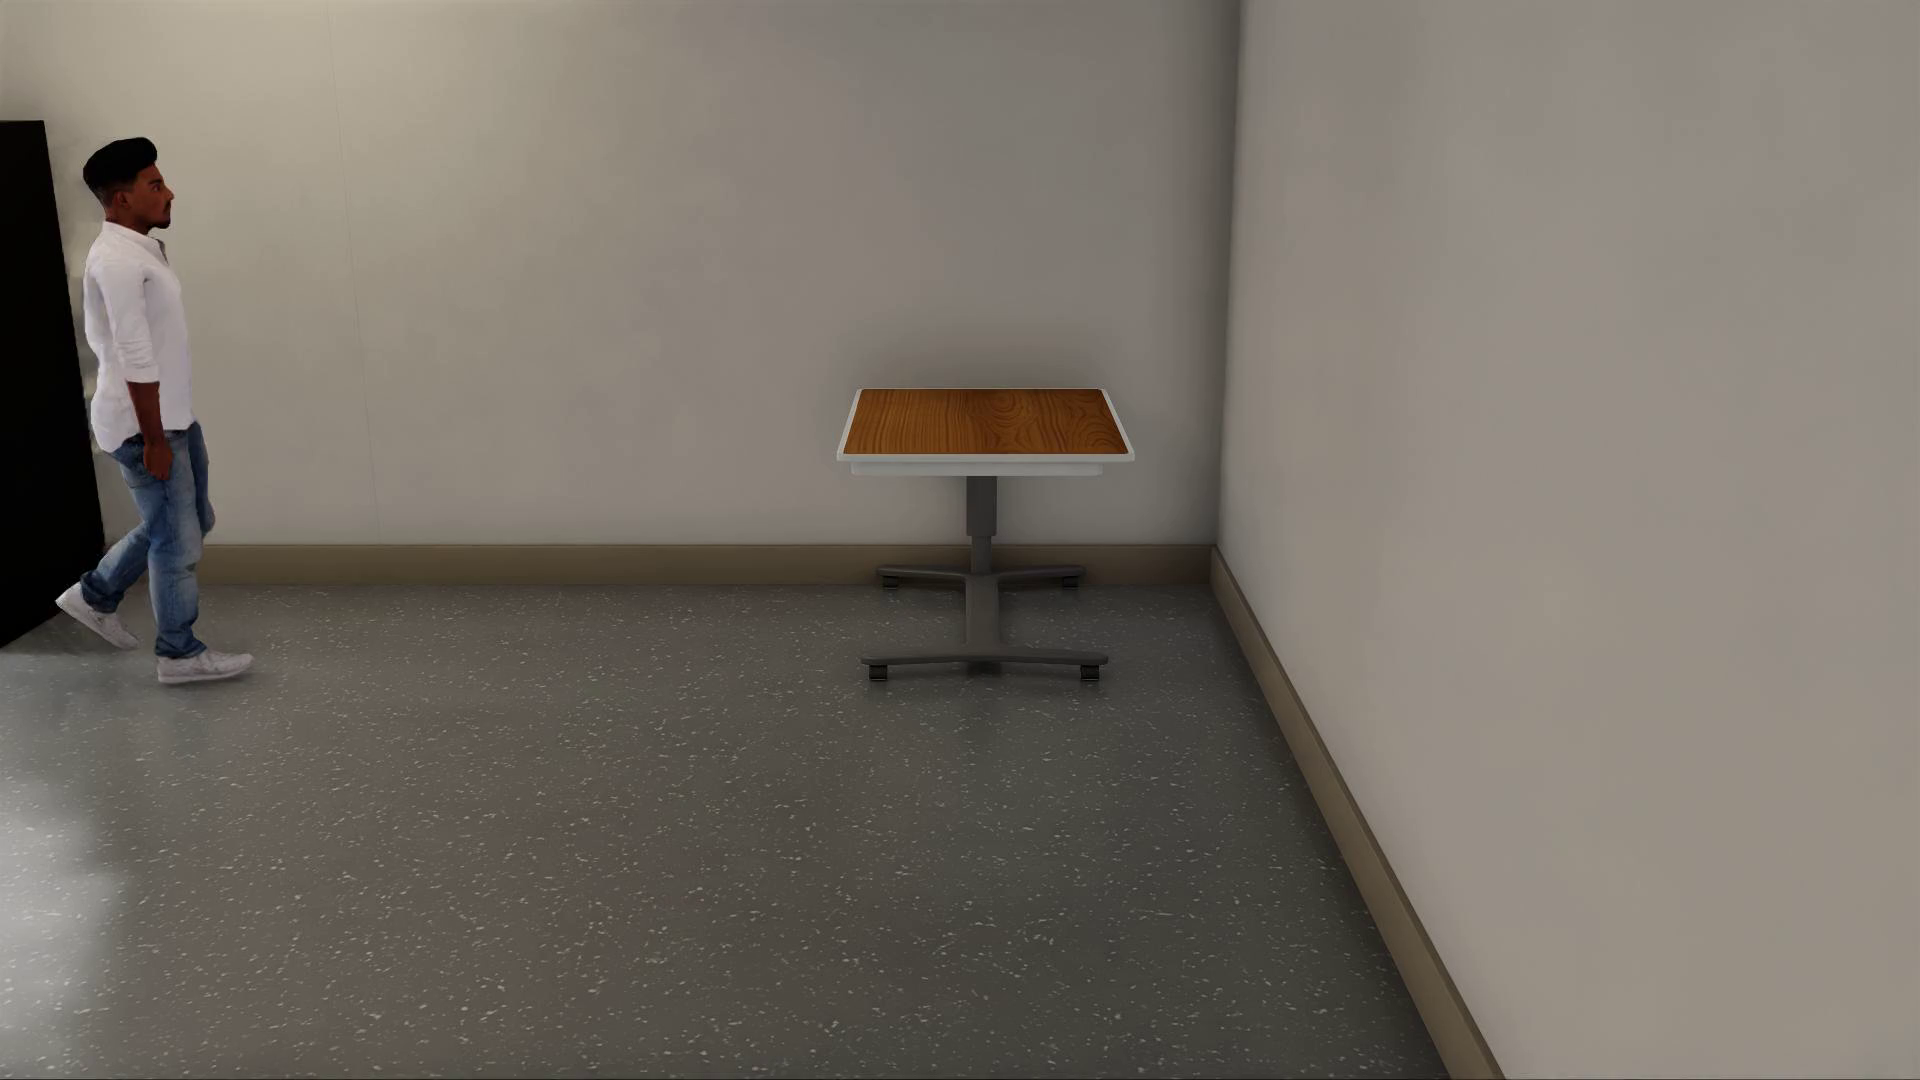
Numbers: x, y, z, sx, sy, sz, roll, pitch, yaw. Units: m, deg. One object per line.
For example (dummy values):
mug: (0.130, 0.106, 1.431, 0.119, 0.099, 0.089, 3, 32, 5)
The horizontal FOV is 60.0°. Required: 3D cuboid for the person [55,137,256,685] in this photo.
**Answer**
person: (-2.756, -0.394, 5.476, 0.931, 1.798, 0.782, -5, 16, -16)
